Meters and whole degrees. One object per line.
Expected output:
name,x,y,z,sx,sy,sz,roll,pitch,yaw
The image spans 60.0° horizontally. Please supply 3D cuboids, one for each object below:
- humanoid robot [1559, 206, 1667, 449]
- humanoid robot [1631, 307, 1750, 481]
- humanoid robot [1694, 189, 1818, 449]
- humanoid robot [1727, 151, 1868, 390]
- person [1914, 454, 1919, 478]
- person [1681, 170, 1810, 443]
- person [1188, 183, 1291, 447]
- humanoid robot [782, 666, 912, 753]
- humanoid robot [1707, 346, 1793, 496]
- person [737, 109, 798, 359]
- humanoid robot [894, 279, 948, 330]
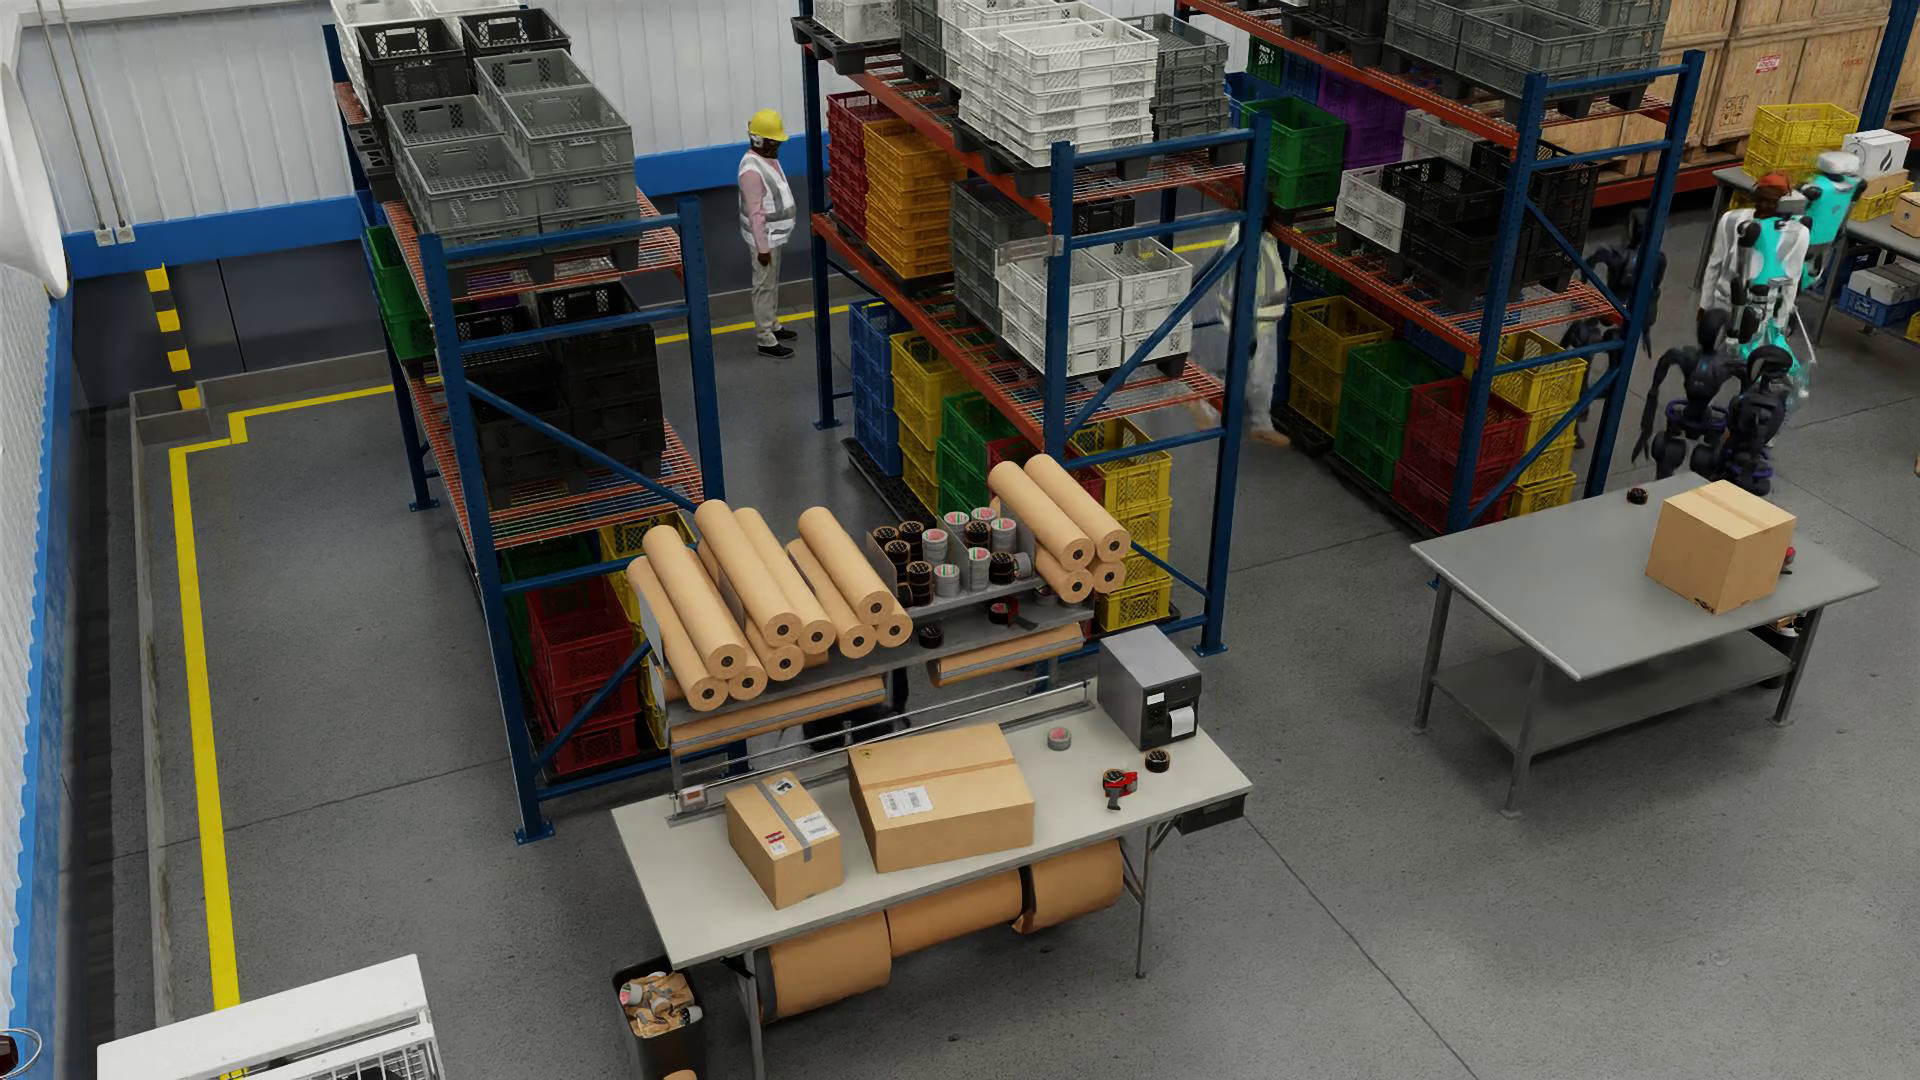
humanoid robot,4.252,-1.433,10.948,0.602,1.641,0.521,0,32,0
humanoid robot,4.247,-0.587,9.617,0.612,1.653,0.627,22,38,31
humanoid robot,5.283,-1.310,10.699,0.541,1.755,0.832,-11,33,-17
humanoid robot,5.791,-1.994,11.857,0.530,1.768,0.949,-11,33,-18
person,6.463,-1.271,10.360,0.598,2.036,0.403,8,32,12
person,5.147,-1.523,10.918,0.578,1.874,0.362,23,38,33
person,1.904,-1.426,10.816,0.614,1.804,0.646,10,33,16
humanoid robot,-0.508,0.785,7.411,0.600,1.652,0.770,-1,32,-1
humanoid robot,4.226,-0.289,9.097,0.332,1.659,0.594,8,33,13
person,-1.388,-2.230,12.110,0.403,1.822,0.588,2,32,3
humanoid robot,-0.328,-1.948,11.793,0.409,1.646,0.602,-17,35,-25
